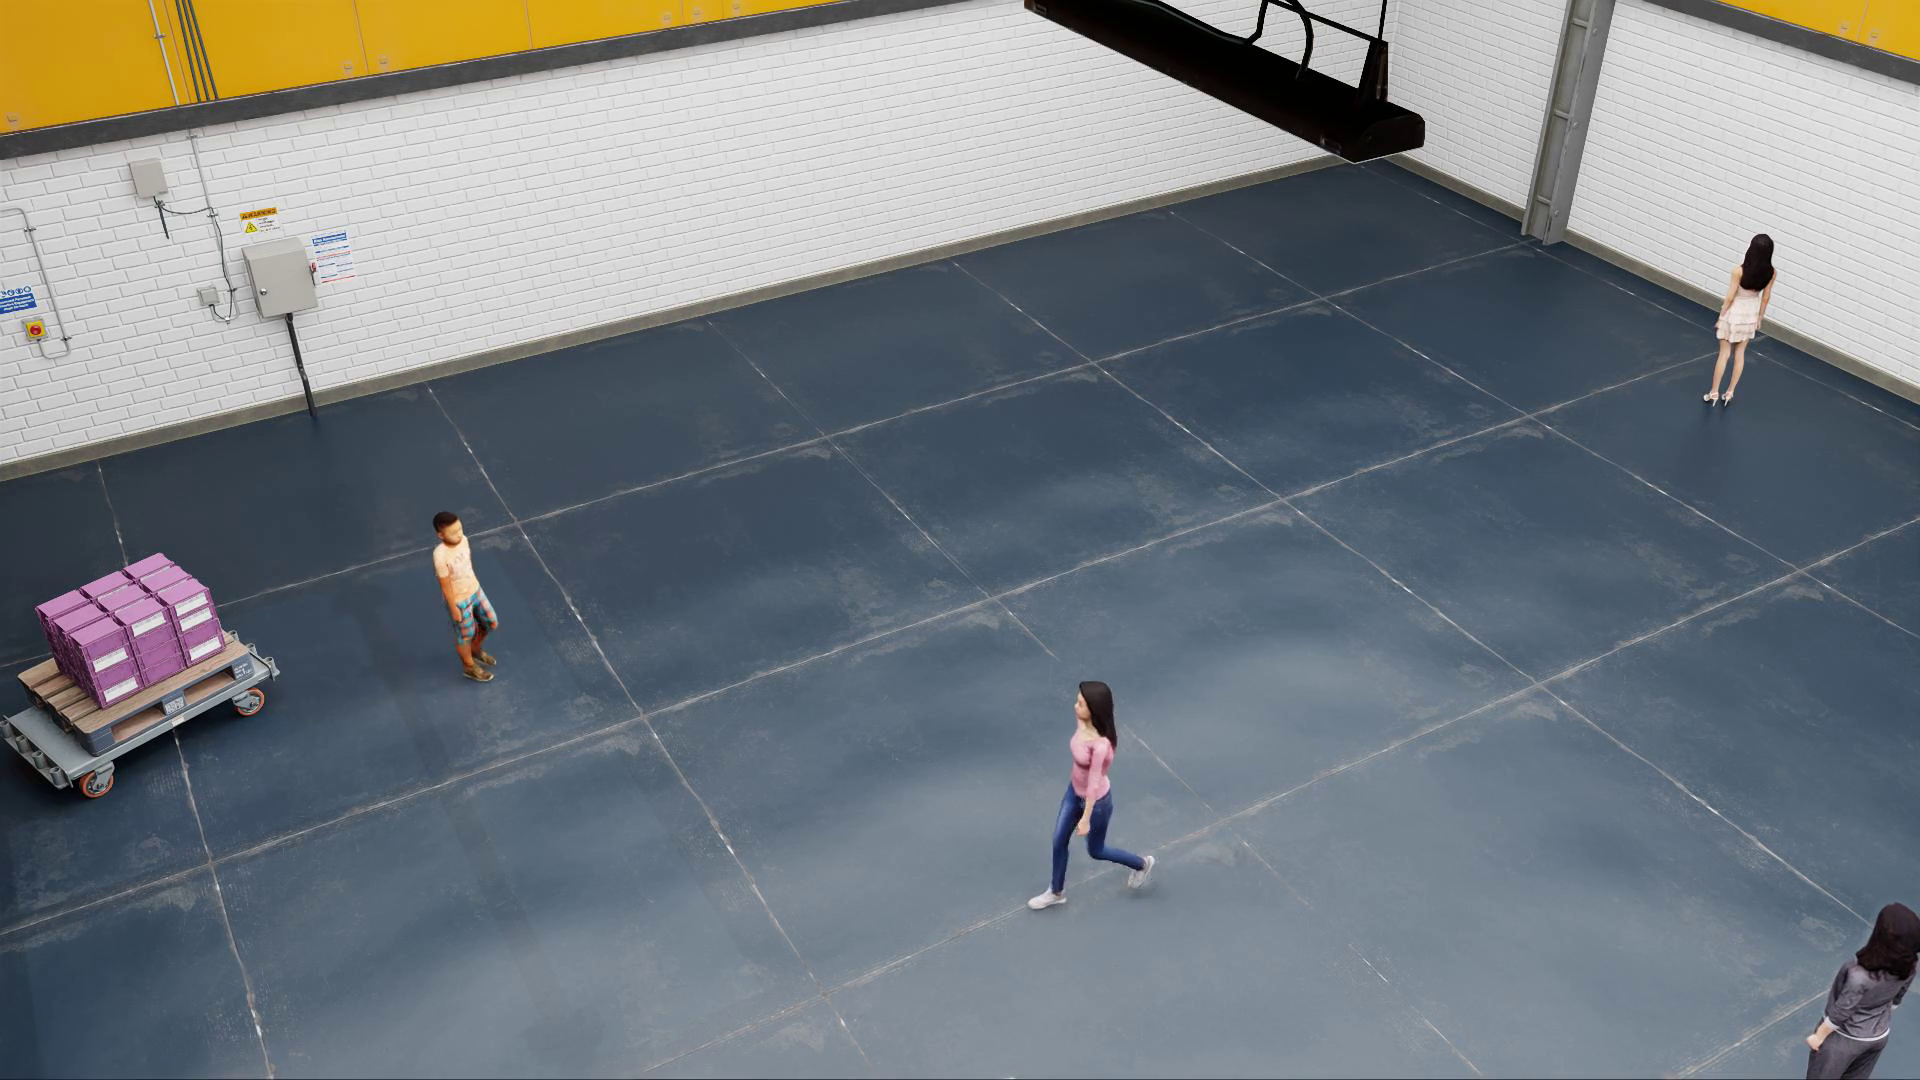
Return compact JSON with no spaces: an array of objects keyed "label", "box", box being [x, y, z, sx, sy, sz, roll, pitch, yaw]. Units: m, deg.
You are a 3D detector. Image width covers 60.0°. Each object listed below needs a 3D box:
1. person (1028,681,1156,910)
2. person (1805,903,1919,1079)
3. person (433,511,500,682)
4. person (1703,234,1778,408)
[{"label":"person","box":[0.867,1.584,10.164,0.754,1.716,1.028,-11,35,-16]},{"label":"person","box":[4.648,2.563,8.647,0.631,1.765,0.578,-10,35,-15]},{"label":"person","box":[-3.708,0.395,12.186,0.715,1.457,0.661,10,35,15]},{"label":"person","box":[7.330,-2.057,15.624,0.655,1.736,0.677,1,34,1]}]
